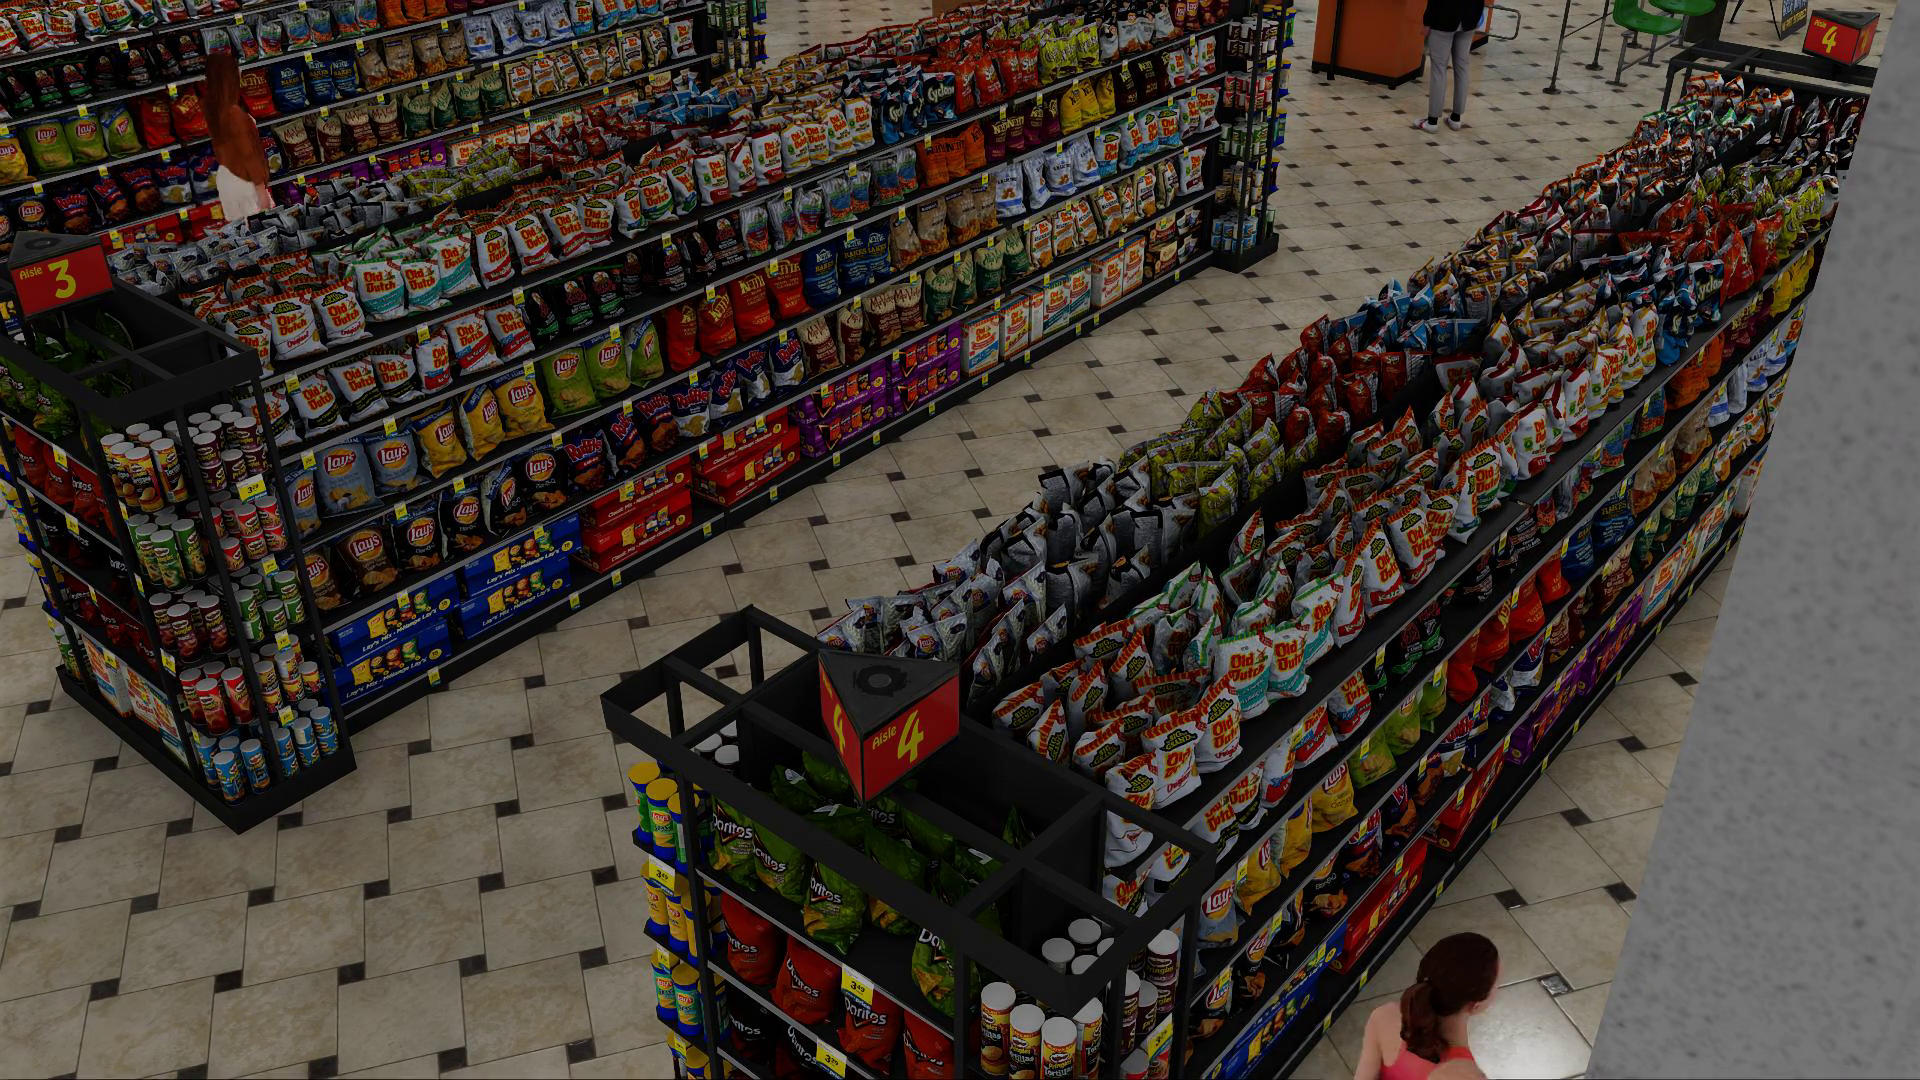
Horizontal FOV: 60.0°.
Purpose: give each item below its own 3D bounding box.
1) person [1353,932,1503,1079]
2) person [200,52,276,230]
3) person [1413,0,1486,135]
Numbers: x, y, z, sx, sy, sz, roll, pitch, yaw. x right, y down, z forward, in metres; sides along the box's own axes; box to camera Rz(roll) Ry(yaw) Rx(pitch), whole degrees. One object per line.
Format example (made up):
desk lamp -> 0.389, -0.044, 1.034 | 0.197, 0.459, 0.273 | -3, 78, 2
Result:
person -> 1.088, 1.727, 4.327 | 0.780, 1.732, 0.680 | -17, 36, -25
person -> -4.736, -2.282, 10.790 | 0.618, 1.711, 0.781 | 26, 40, 35
person -> 4.173, -4.423, 13.996 | 0.748, 1.959, 0.858 | -9, 33, -13
